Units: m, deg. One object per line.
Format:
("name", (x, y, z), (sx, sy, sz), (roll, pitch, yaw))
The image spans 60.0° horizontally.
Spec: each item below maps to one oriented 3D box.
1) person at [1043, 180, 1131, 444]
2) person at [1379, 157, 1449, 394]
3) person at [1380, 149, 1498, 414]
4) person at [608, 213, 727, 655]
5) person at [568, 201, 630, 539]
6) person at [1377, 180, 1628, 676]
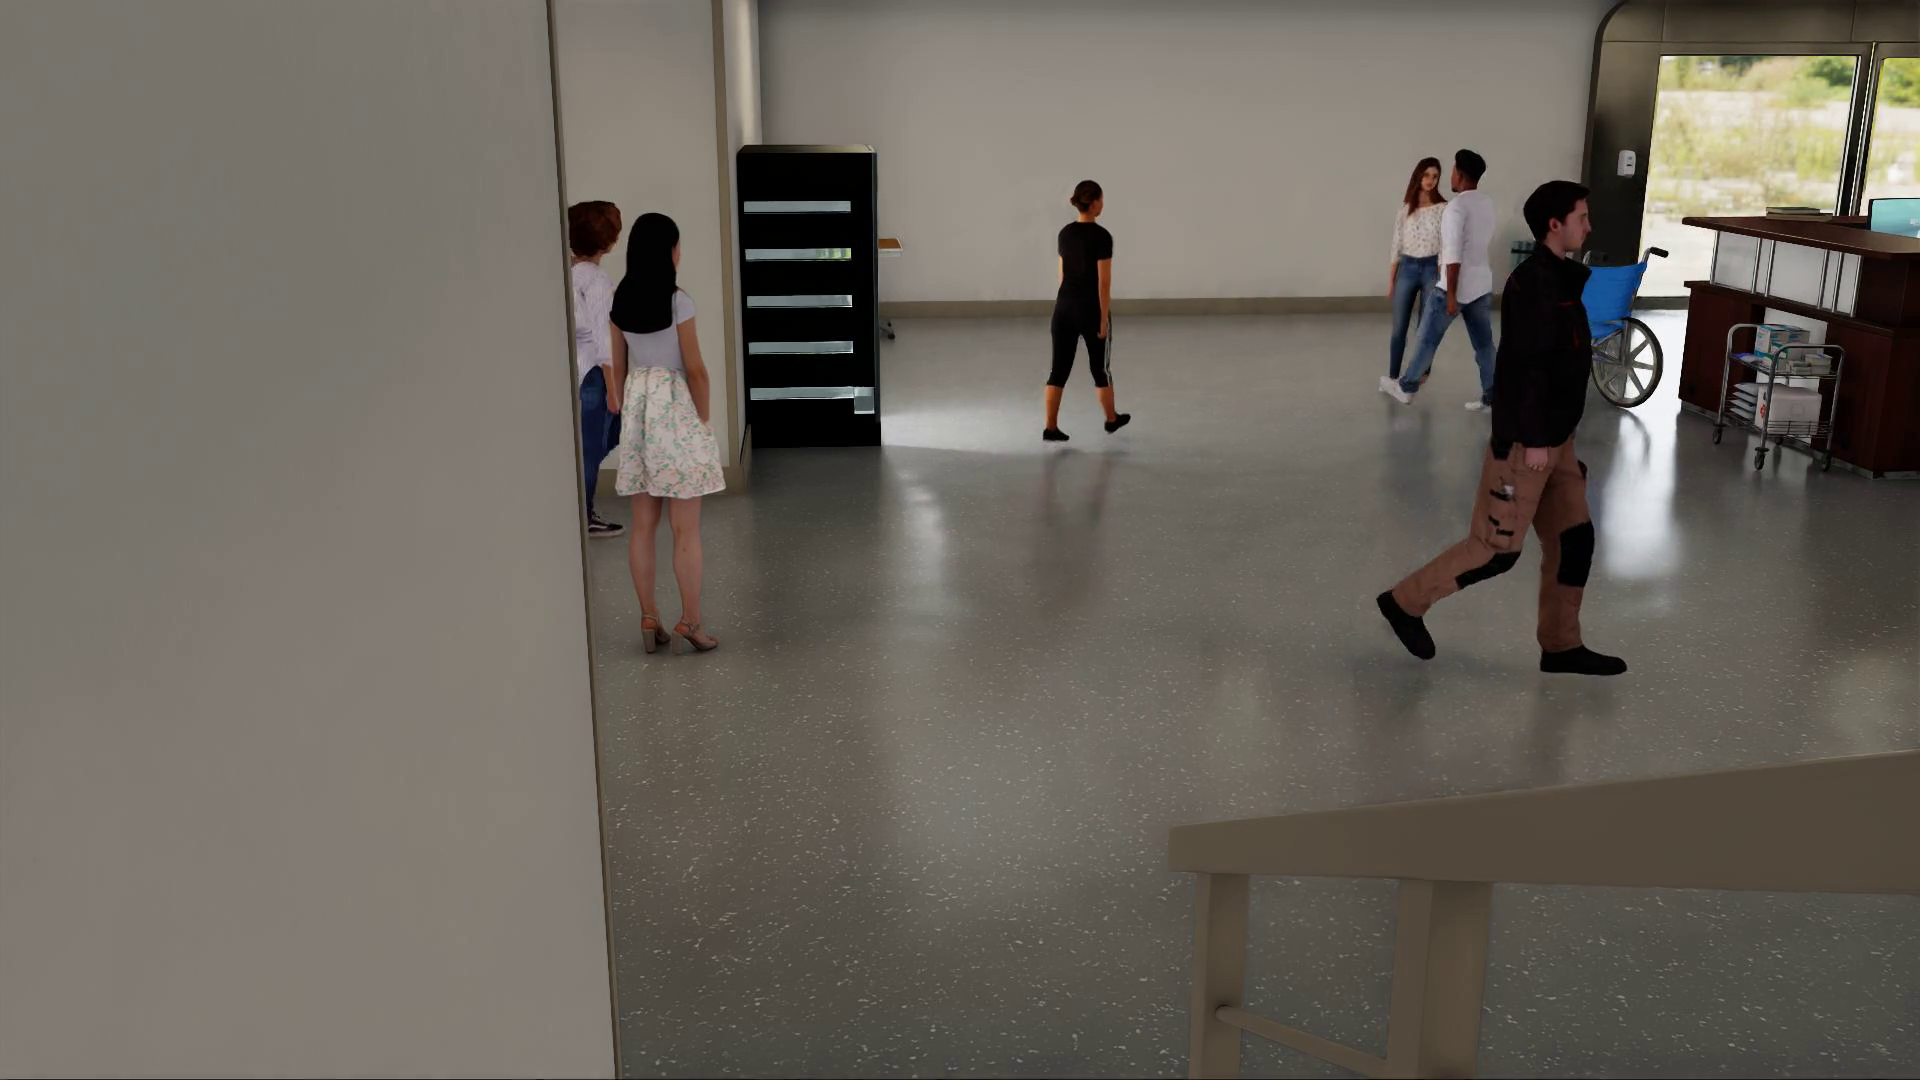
("person", (0.711, -1.378, 10.381), (1.064, 1.627, 1.145), (12, 20, 36))
("person", (3.378, -1.889, 12.062), (0.742, 1.699, 0.782), (12, 20, 36))
("person", (3.474, -1.692, 11.248), (1.015, 1.762, 1.261), (-11, 19, -33))
("person", (-1.192, -0.413, 6.684), (0.764, 1.776, 0.793), (7, 17, 24))
("person", (-1.933, -0.836, 8.336), (0.816, 1.694, 0.681), (-7, 17, -22))
("person", (2.104, -0.384, 6.359), (1.161, 1.896, 1.230), (8, 18, 26))
